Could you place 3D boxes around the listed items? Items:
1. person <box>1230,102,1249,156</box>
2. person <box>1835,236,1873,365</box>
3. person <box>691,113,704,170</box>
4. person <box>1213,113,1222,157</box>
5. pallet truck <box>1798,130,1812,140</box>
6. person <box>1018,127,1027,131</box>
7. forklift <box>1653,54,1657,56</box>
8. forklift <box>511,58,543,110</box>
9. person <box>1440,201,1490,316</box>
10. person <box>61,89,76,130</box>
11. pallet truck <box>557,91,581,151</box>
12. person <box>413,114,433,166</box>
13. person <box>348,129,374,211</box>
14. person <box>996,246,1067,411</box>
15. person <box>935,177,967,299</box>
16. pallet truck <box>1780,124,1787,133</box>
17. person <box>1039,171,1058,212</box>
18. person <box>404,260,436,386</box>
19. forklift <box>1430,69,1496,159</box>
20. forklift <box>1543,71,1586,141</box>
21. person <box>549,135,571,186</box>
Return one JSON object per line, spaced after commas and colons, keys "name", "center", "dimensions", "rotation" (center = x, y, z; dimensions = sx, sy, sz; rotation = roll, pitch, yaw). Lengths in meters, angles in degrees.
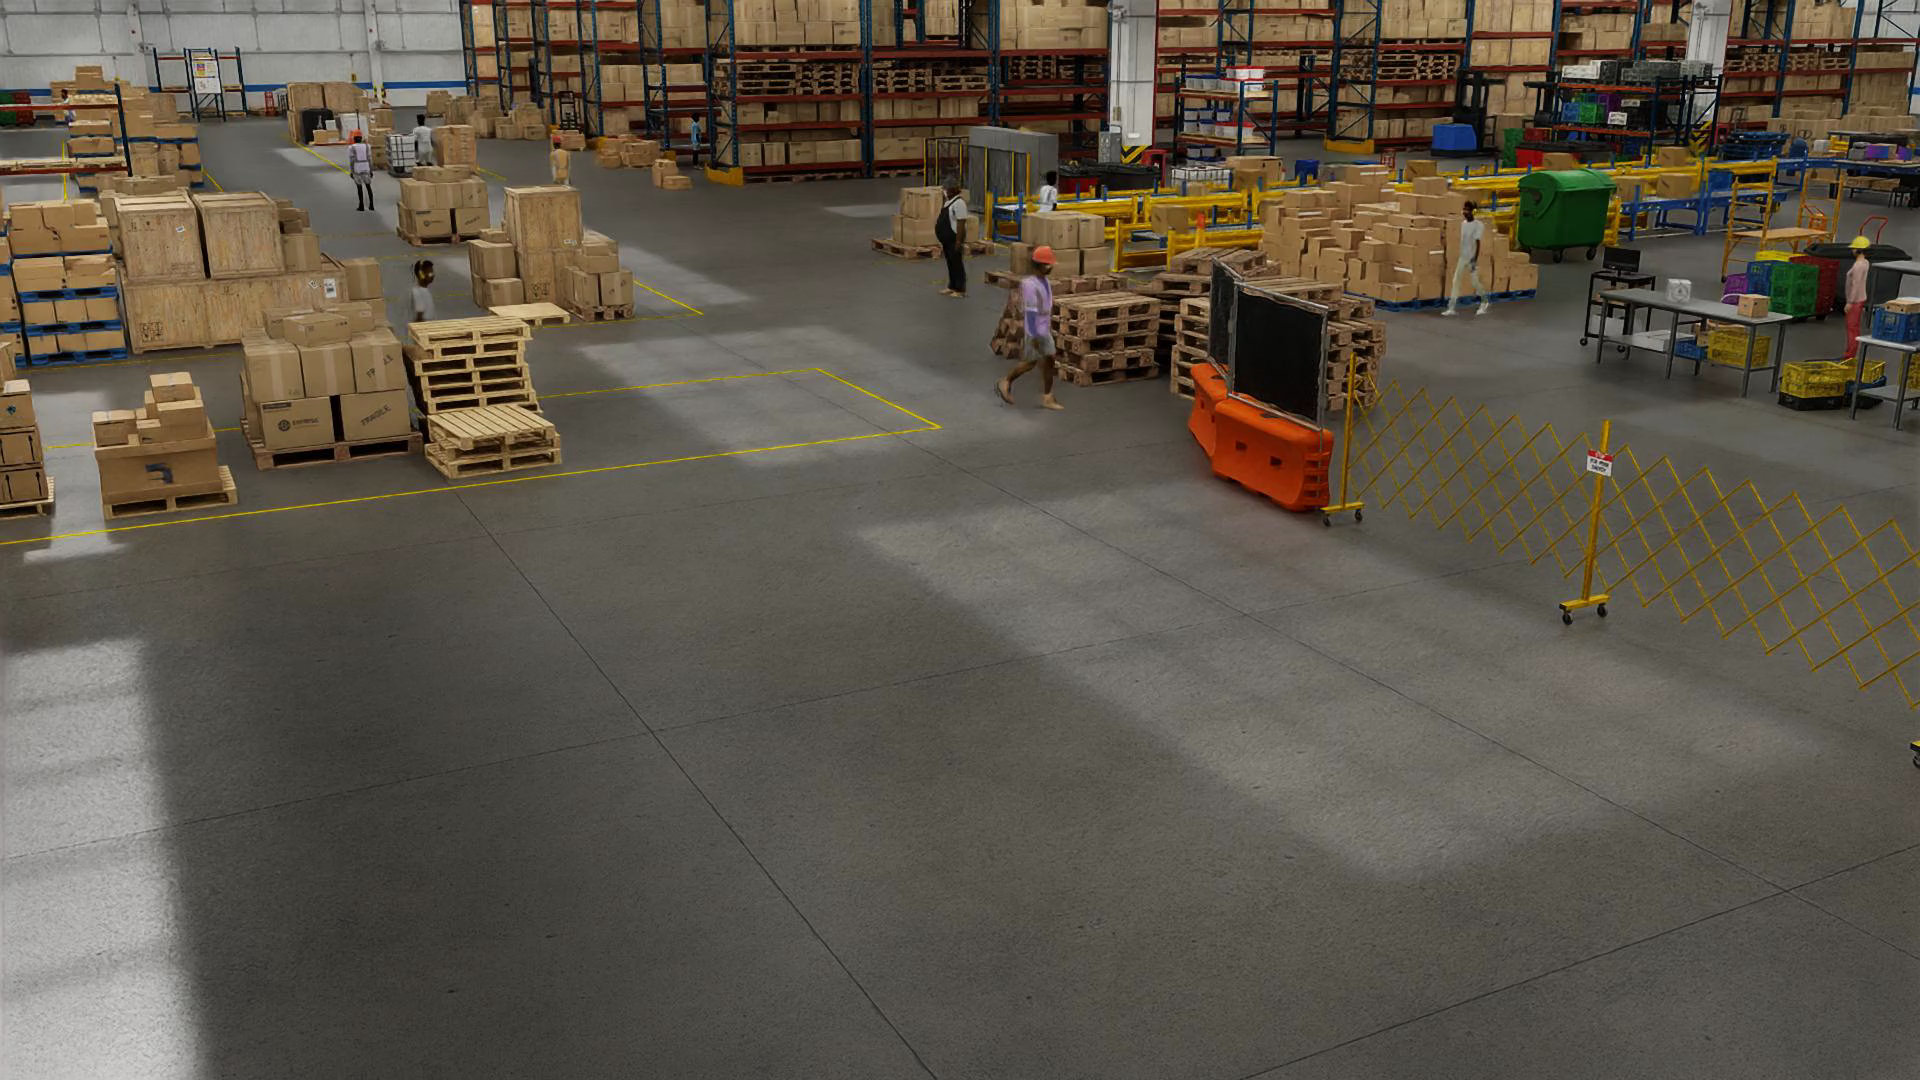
{"name": "person", "center": [9.284, -13.682, 55.098], "dimensions": [0.658, 1.885, 0.760], "rotation": [-9, 20, -27]}
{"name": "person", "center": [12.278, -3.284, 22.867], "dimensions": [0.317, 1.769, 0.523], "rotation": [13, 22, 35]}
{"name": "person", "center": [-7.982, -12.082, 50.408], "dimensions": [0.315, 1.695, 0.541], "rotation": [-6, 19, -18]}
{"name": "person", "center": [7.909, -12.405, 51.487], "dimensions": [0.863, 1.648, 0.545], "rotation": [-12, 21, -33]}
{"name": "pallet truck", "center": [25.526, -11.556, 49.408], "dimensions": [1.630, 1.274, 0.653], "rotation": [-9, 20, -26]}
{"name": "person", "center": [1.600, -9.742, 42.917], "dimensions": [0.429, 1.812, 0.614], "rotation": [-10, 20, -28]}
{"name": "forklift", "center": [33.675, -22.717, 81.656], "dimensions": [1.129, 2.768, 1.873], "rotation": [-9, 20, -26]}
{"name": "forklift", "center": [-16.728, -17.565, 65.595], "dimensions": [1.873, 2.768, 1.129], "rotation": [-9, 20, -26]}
{"name": "person", "center": [8.168, -4.495, 26.535], "dimensions": [0.914, 1.837, 0.524], "rotation": [-10, 20, -29]}
{"name": "person", "center": [-32.245, -15.339, 60.226], "dimensions": [0.398, 1.914, 0.592], "rotation": [-16, 24, -40]}
{"name": "pallet truck", "center": [-13.495, -14.412, 57.188], "dimensions": [0.823, 1.965, 1.885], "rotation": [-3, 18, -9]}
{"name": "person", "center": [-14.804, -10.724, 45.774], "dimensions": [0.797, 1.935, 0.645], "rotation": [16, 24, 40]}
{"name": "person", "center": [-14.504, -8.953, 40.266], "dimensions": [0.553, 1.935, 0.363], "rotation": [-14, 23, -38]}
{"name": "person", "center": [0.874, -2.577, 20.280], "dimensions": [0.874, 2.026, 0.614], "rotation": [10, 20, 28]}
{"name": "person", "center": [-0.143, -5.139, 28.209], "dimensions": [0.535, 2.000, 0.768], "rotation": [-5, 19, -16]}
{"name": "pallet truck", "center": [25.206, -12.542, 52.601], "dimensions": [1.601, 1.201, 0.680], "rotation": [0, 18, -2]}
{"name": "person", "center": [1.685, -6.450, 32.885], "dimensions": [0.611, 1.682, 0.542], "rotation": [-9, 20, -26]}
{"name": "person", "center": [-6.598, -2.506, 20.343], "dimensions": [0.900, 1.837, 0.527], "rotation": [2, 18, 6]}
{"name": "forklift", "center": [16.441, -13.870, 54.075], "dimensions": [1.873, 2.768, 1.129], "rotation": [-9, 20, -26]}
{"name": "forklift", "center": [18.685, -13.231, 52.085], "dimensions": [1.873, 2.768, 1.129], "rotation": [-9, 20, -26]}
{"name": "person", "center": [-9.286, -8.492, 38.895], "dimensions": [0.884, 1.908, 0.554], "rotation": [15, 23, 39]}
